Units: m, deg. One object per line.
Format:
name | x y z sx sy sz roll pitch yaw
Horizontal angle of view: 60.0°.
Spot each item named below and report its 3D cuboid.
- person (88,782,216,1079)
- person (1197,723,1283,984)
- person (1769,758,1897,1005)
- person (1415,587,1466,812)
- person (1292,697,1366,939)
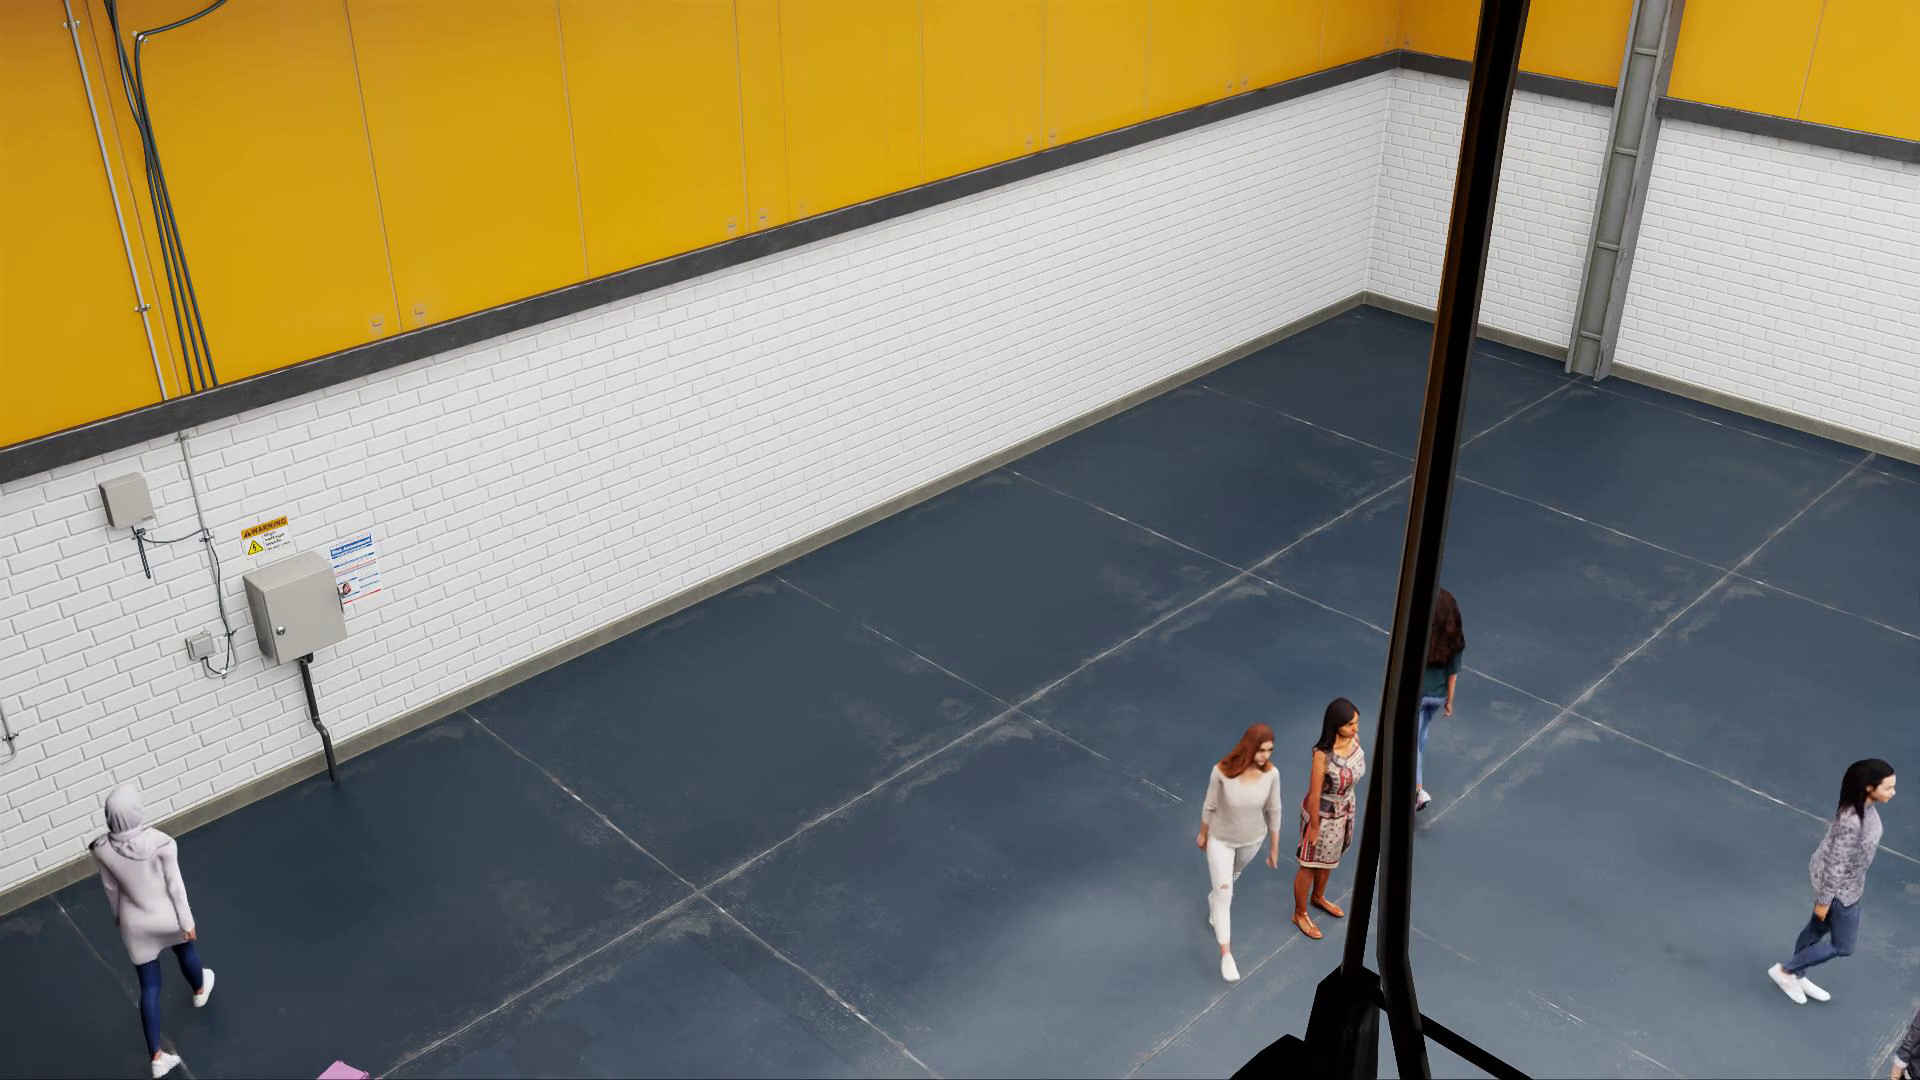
person | -4.512 2.178 9.242 1.080 1.739 1.229 -4 29 -7
person | 1.663 1.752 10.103 1.094 1.664 1.179 0 29 0
person | 5.002 1.953 9.673 0.687 1.722 0.681 17 33 28
person | 3.182 1.109 11.362 1.014 1.586 1.085 -1 29 -1
person | 2.271 1.677 10.259 0.644 1.645 0.509 -25 37 -38
